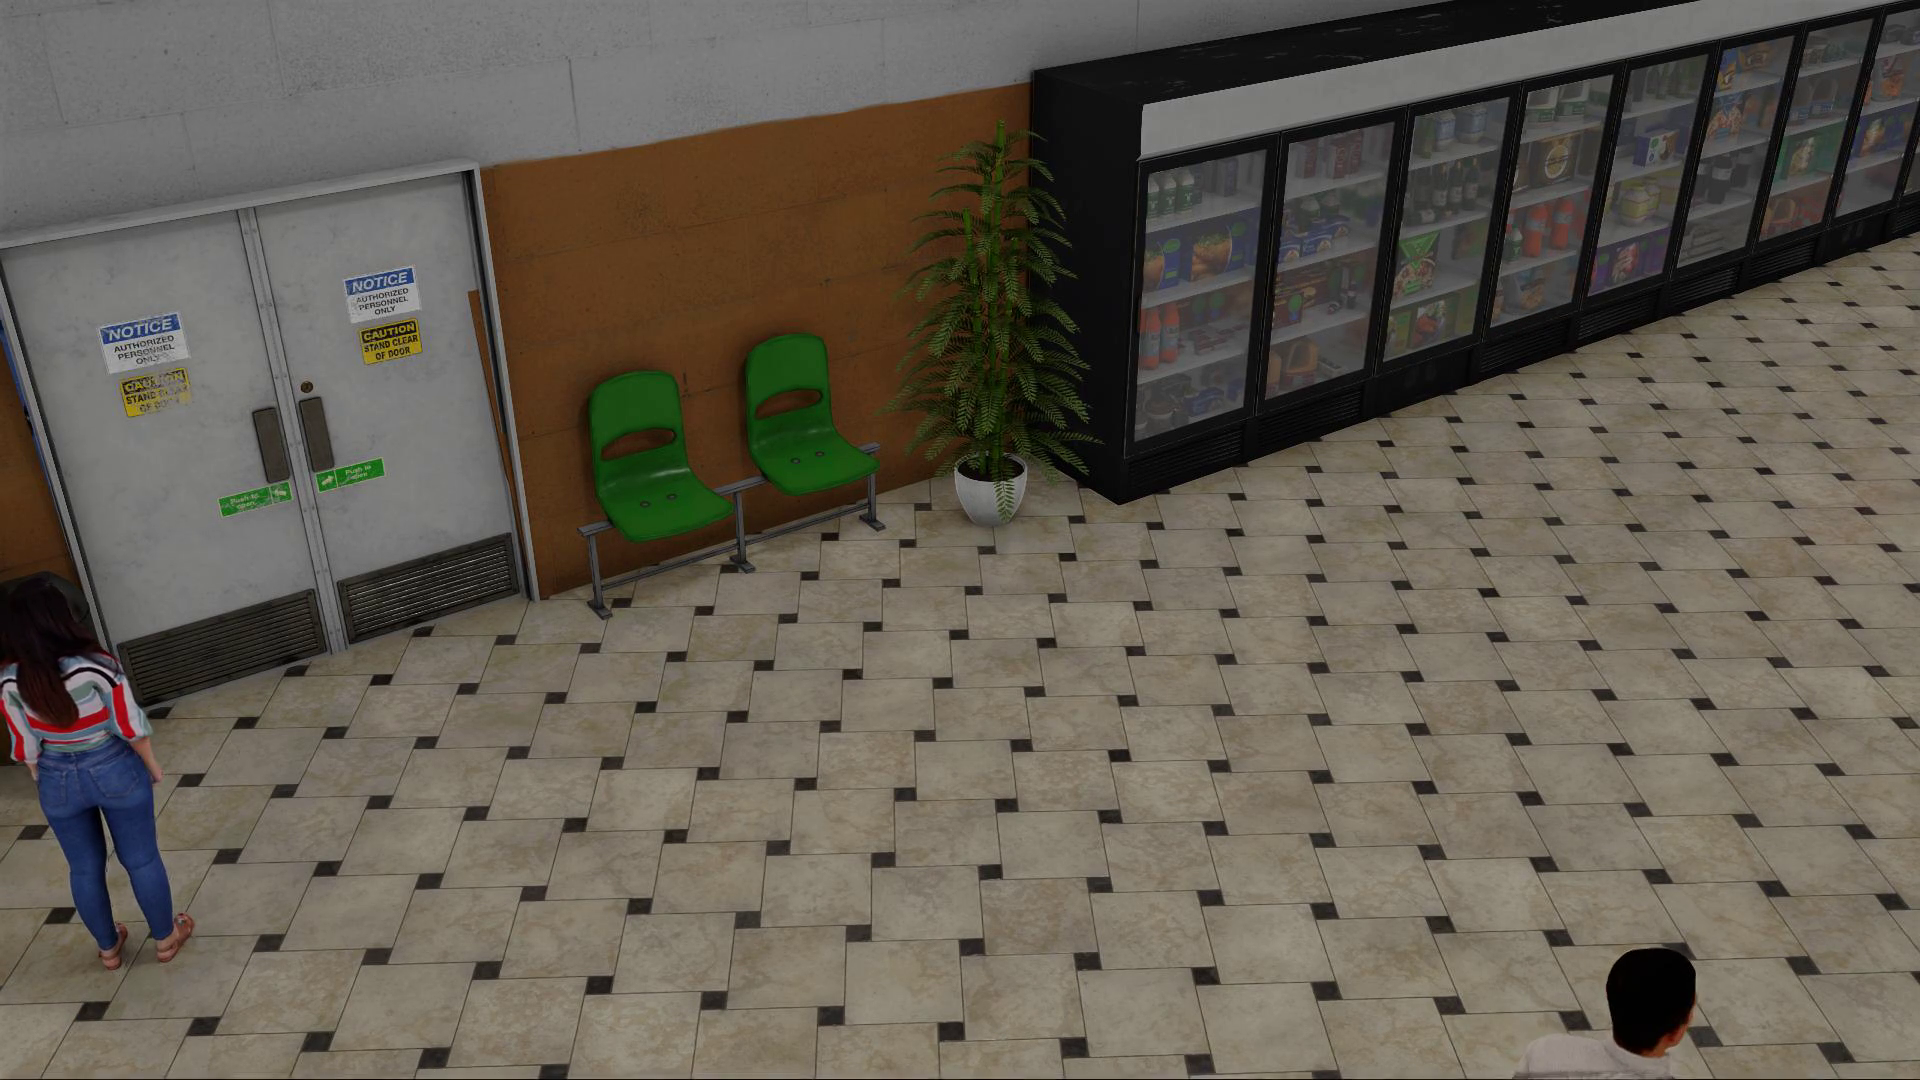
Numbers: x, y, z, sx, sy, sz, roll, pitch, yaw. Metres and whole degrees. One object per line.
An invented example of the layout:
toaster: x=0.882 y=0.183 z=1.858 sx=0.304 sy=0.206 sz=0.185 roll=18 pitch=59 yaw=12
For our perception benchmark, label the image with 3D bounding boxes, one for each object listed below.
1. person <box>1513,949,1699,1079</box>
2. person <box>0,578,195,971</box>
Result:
person: x=1.542 y=1.738 z=4.111 sx=0.607 sy=1.810 sz=0.792 roll=19 pitch=34 yaw=31
person: x=-3.102 y=0.853 z=5.936 sx=0.661 sy=1.614 sz=0.633 roll=-6 pitch=29 yaw=-12
